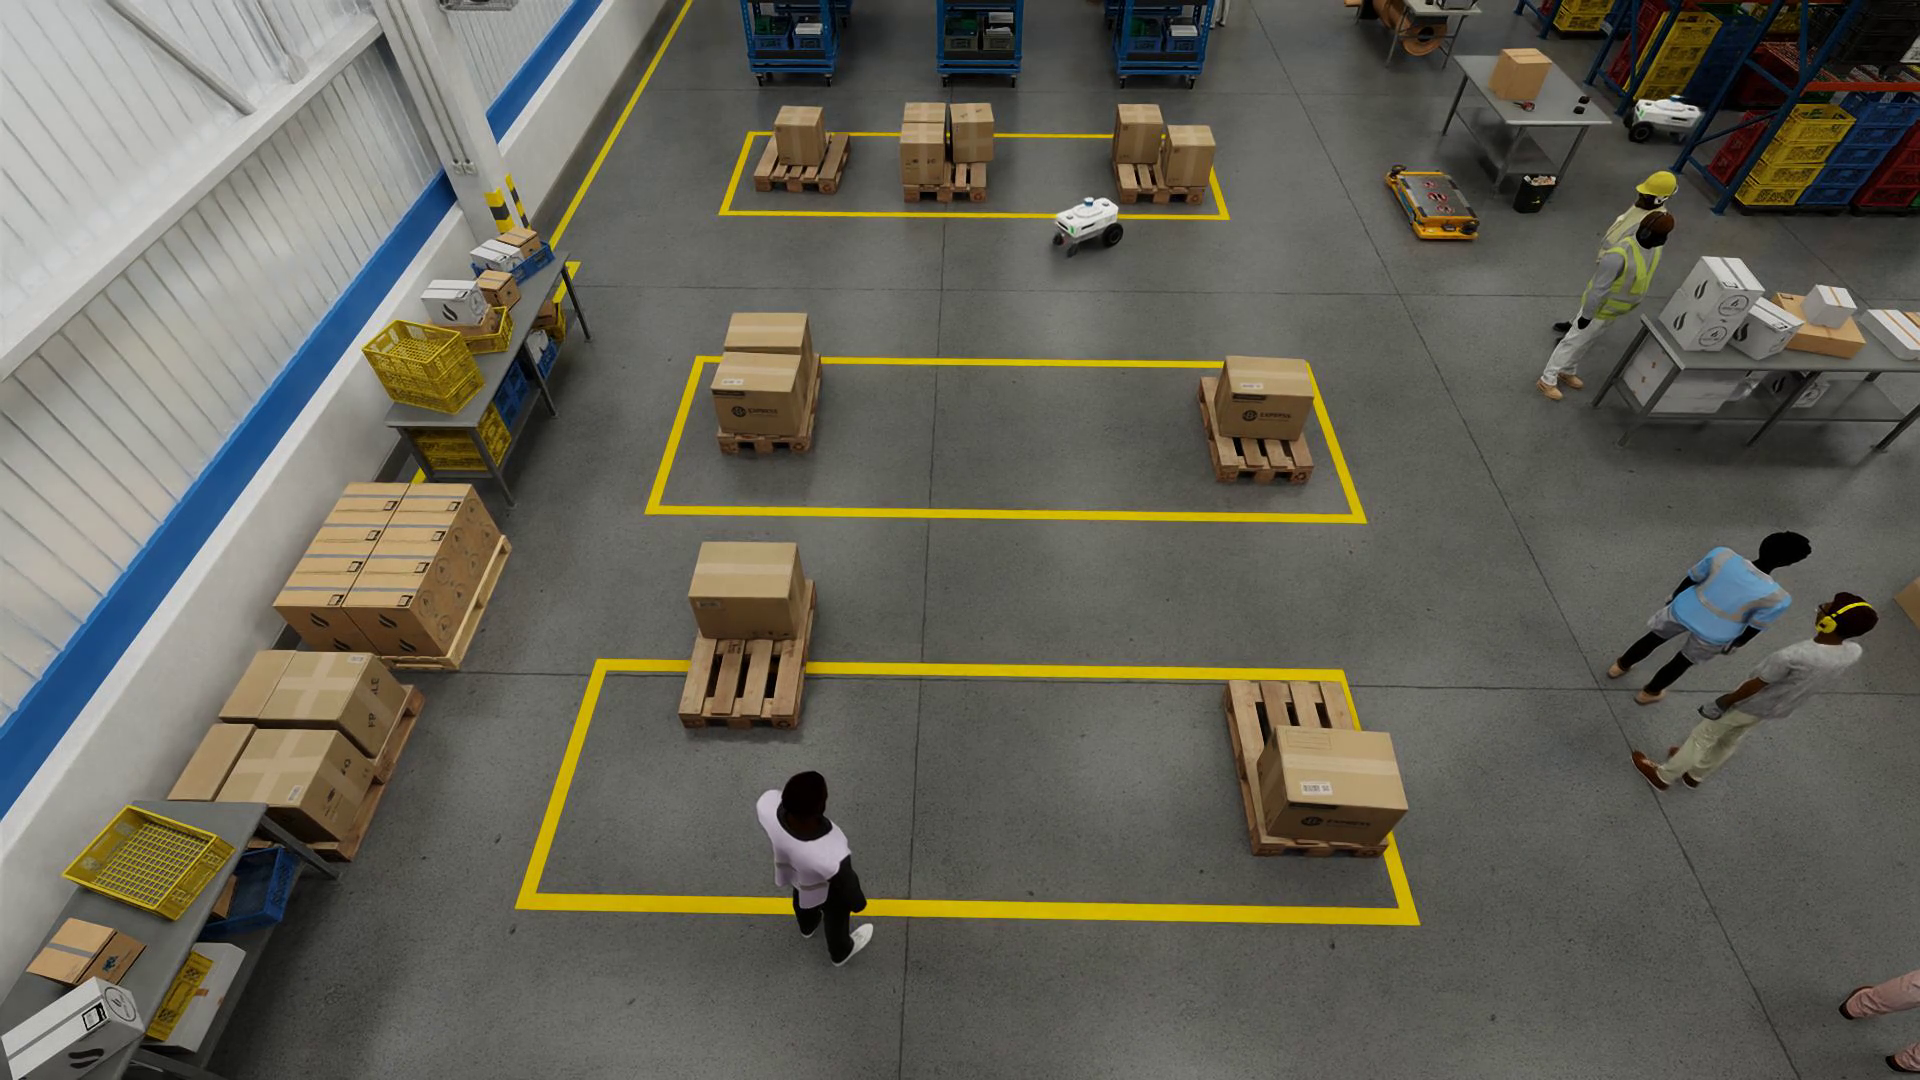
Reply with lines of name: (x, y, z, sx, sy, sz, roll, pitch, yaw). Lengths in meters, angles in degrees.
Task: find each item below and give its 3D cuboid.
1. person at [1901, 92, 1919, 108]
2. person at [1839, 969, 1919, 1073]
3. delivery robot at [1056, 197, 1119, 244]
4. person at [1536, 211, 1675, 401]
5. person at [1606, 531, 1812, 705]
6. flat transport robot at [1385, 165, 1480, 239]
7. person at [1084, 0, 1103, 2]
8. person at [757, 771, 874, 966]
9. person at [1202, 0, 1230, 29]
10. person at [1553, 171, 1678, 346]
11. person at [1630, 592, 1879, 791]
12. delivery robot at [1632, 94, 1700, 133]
person: (11.906, -5.514, 11.213, 0.556, 1.914, 0.822, -10, 50, -9)
person: (5.287, 2.191, 4.545, 0.407, 1.909, 0.638, -13, 50, -11)
delivery robot: (1.444, -3.652, 10.430, 0.707, 0.478, 0.477, -26, 54, -21)
person: (5.863, -2.115, 8.314, 0.625, 1.844, 0.429, -24, 53, -19)
person: (4.972, 0.541, 6.116, 0.322, 1.685, 0.542, -23, 53, -19)
flat transport robot: (5.692, -4.094, 11.059, 0.652, 0.197, 1.431, 1, 49, 1)
person: (2.290, -9.894, 14.966, 0.675, 1.974, 0.549, -22, 53, -18)
person: (-0.761, 1.785, 4.894, 0.588, 1.911, 0.379, 31, 56, 24)
person: (4.128, -8.915, 14.332, 0.523, 1.638, 0.305, -23, 53, -18)
person: (6.297, -2.661, 8.802, 0.403, 1.825, 0.597, 16, 51, 13)
person: (4.866, 0.986, 5.626, 0.520, 1.856, 0.334, -7, 49, -6)
delivery robot: (9.356, -5.644, 12.154, 0.707, 0.478, 0.477, 13, 50, 11)
